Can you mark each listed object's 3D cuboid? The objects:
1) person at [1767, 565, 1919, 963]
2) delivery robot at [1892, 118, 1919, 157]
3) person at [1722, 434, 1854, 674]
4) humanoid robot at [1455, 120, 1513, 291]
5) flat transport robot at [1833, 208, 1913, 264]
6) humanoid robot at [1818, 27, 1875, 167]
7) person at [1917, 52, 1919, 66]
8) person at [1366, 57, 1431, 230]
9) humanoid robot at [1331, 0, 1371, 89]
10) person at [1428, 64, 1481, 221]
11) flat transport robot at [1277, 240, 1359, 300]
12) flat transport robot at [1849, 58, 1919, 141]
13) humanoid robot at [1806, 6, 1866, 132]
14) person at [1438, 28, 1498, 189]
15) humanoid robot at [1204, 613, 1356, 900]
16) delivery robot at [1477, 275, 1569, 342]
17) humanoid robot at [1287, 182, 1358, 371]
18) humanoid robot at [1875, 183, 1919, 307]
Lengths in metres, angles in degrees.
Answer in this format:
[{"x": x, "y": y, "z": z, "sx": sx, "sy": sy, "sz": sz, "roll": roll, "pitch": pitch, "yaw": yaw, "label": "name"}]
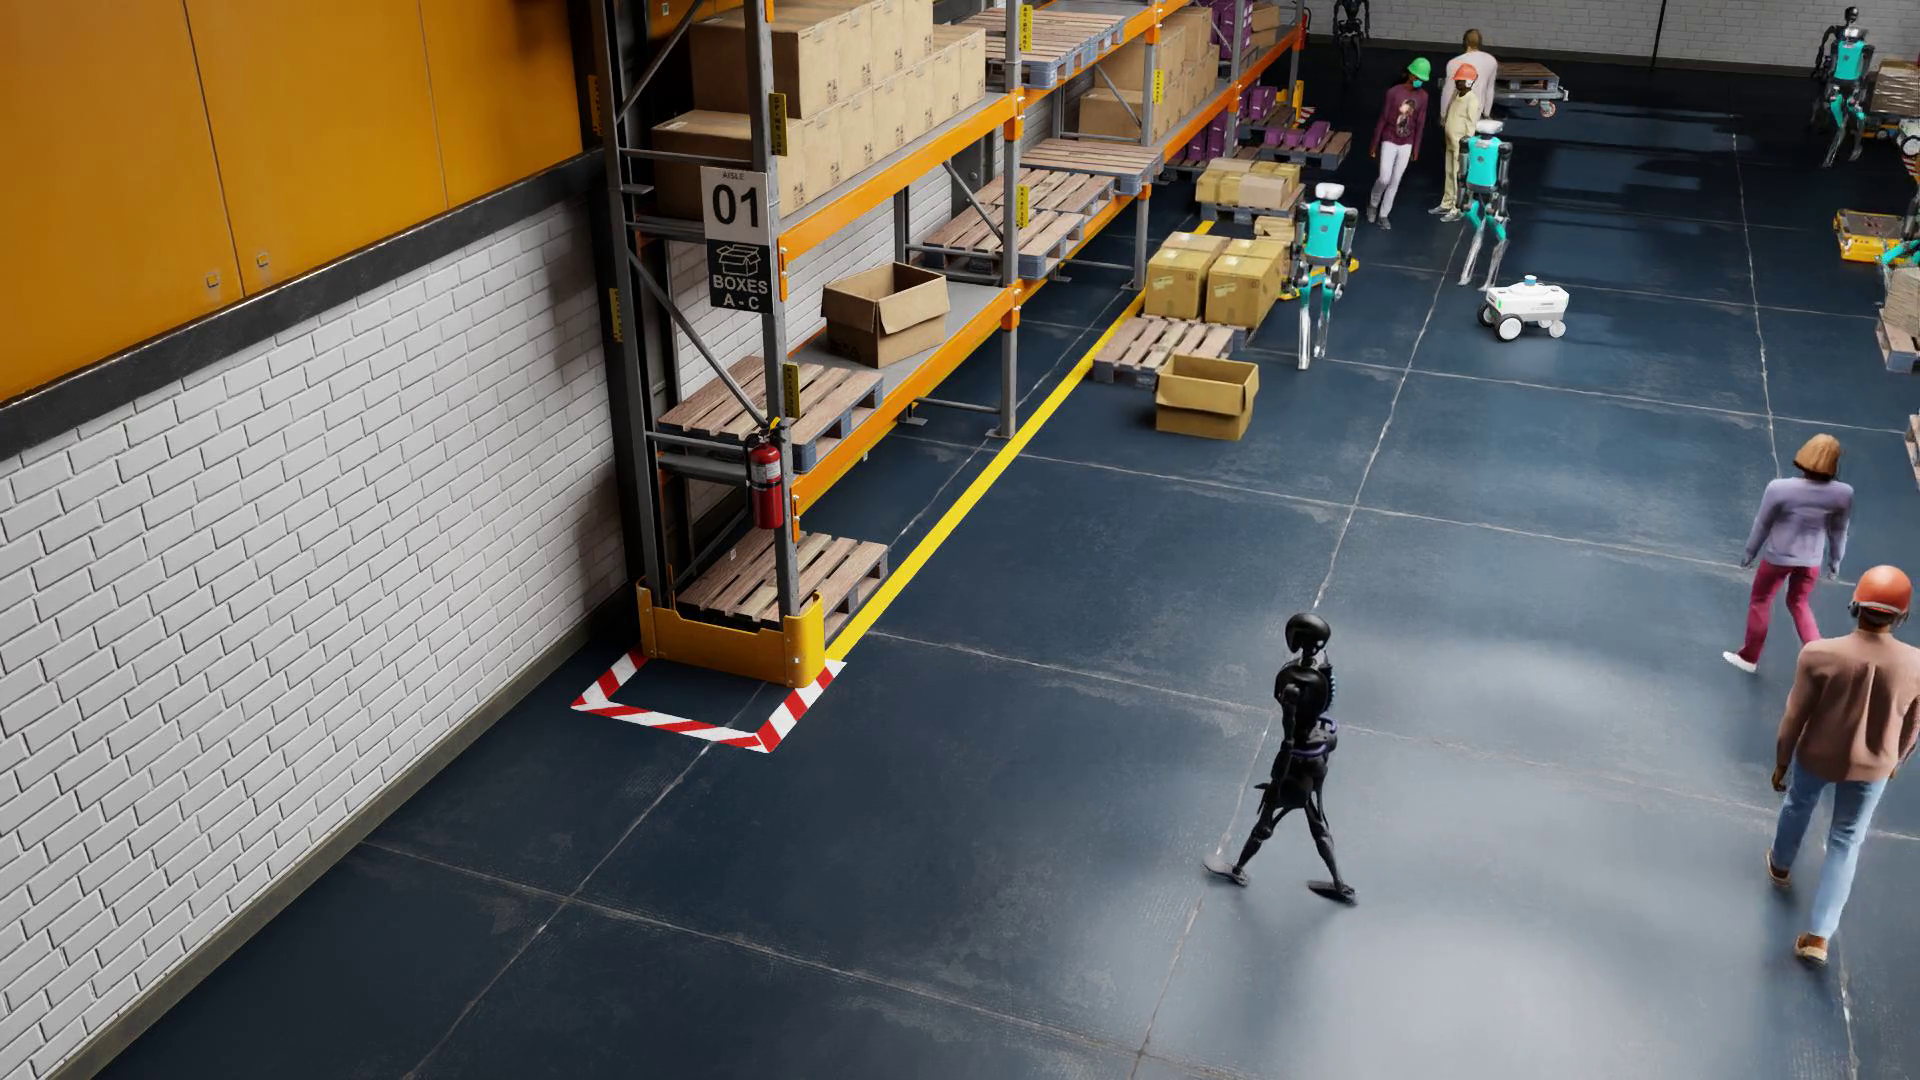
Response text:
[{"x": 4.199, "y": 1.040, "z": 7.907, "sx": 0.592, "sy": 1.943, "sz": 1.013, "roll": 13, "pitch": 30, "yaw": 23, "label": "person"}, {"x": 12.637, "y": -5.300, "z": 21.690, "sx": 0.747, "sy": 0.568, "sz": 0.499, "roll": 7, "pitch": 28, "yaw": 12, "label": "delivery robot"}, {"x": 5.031, "y": 0.152, "z": 9.992, "sx": 0.522, "sy": 1.615, "sz": 0.513, "roll": -1, "pitch": 27, "yaw": -2, "label": "person"}, {"x": 5.279, "y": -3.372, "z": 16.675, "sx": 0.530, "sy": 1.758, "sz": 0.742, "roll": 20, "pitch": 33, "yaw": 34, "label": "humanoid robot"}, {"x": 9.969, "y": -3.315, "z": 18.182, "sx": 0.659, "sy": 0.231, "sz": 1.431, "roll": 10, "pitch": 29, "yaw": 19, "label": "flat transport robot"}, {"x": 11.394, "y": -5.632, "z": 21.111, "sx": 0.990, "sy": 1.762, "sz": 0.548, "roll": -15, "pitch": 31, "yaw": -27, "label": "humanoid robot"}, {"x": 13.126, "y": -6.285, "z": 22.226, "sx": 0.632, "sy": 1.841, "sz": 0.429, "roll": 12, "pitch": 29, "yaw": 21, "label": "person"}, {"x": 4.865, "y": -4.402, "z": 18.493, "sx": 0.579, "sy": 1.910, "sz": 0.465, "roll": -2, "pitch": 27, "yaw": -4, "label": "person"}, {"x": 5.875, "y": -7.605, "z": 24.975, "sx": 0.624, "sy": 1.629, "sz": 0.447, "roll": -1, "pitch": 27, "yaw": -2, "label": "humanoid robot"}, {"x": 5.645, "y": -4.517, "z": 18.891, "sx": 0.323, "sy": 1.751, "sz": 0.560, "roll": -4, "pitch": 28, "yaw": -7, "label": "person"}, {"x": 3.466, "y": -2.782, "z": 17.146, "sx": 0.659, "sy": 0.231, "sz": 1.431, "roll": 22, "pitch": 35, "yaw": 36, "label": "flat transport robot"}, {"x": 12.861, "y": -5.540, "z": 22.497, "sx": 1.431, "sy": 0.231, "sz": 0.659, "roll": 15, "pitch": 31, "yaw": 27, "label": "flat transport robot"}, {"x": 11.933, "y": -6.409, "z": 22.656, "sx": 0.608, "sy": 1.652, "sz": 0.430, "roll": 18, "pitch": 32, "yaw": 31, "label": "humanoid robot"}, {"x": 6.032, "y": -5.137, "z": 19.908, "sx": 0.642, "sy": 1.921, "sz": 0.451, "roll": -6, "pitch": 28, "yaw": -11, "label": "person"}, {"x": 1.650, "y": 1.062, "z": 8.204, "sx": 0.770, "sy": 1.624, "sz": 0.608, "roll": 14, "pitch": 30, "yaw": 25, "label": "humanoid robot"}, {"x": 5.328, "y": -2.198, "z": 15.697, "sx": 0.782, "sy": 0.589, "sz": 0.499, "roll": -3, "pitch": 27, "yaw": -5, "label": "delivery robot"}, {"x": 3.185, "y": -2.312, "z": 14.720, "sx": 0.553, "sy": 1.867, "sz": 0.845, "roll": 7, "pitch": 28, "yaw": 14, "label": "humanoid robot"}, {"x": 9.158, "y": -2.960, "z": 16.005, "sx": 0.556, "sy": 1.898, "sz": 0.759, "roll": -4, "pitch": 28, "yaw": -7, "label": "humanoid robot"}]
